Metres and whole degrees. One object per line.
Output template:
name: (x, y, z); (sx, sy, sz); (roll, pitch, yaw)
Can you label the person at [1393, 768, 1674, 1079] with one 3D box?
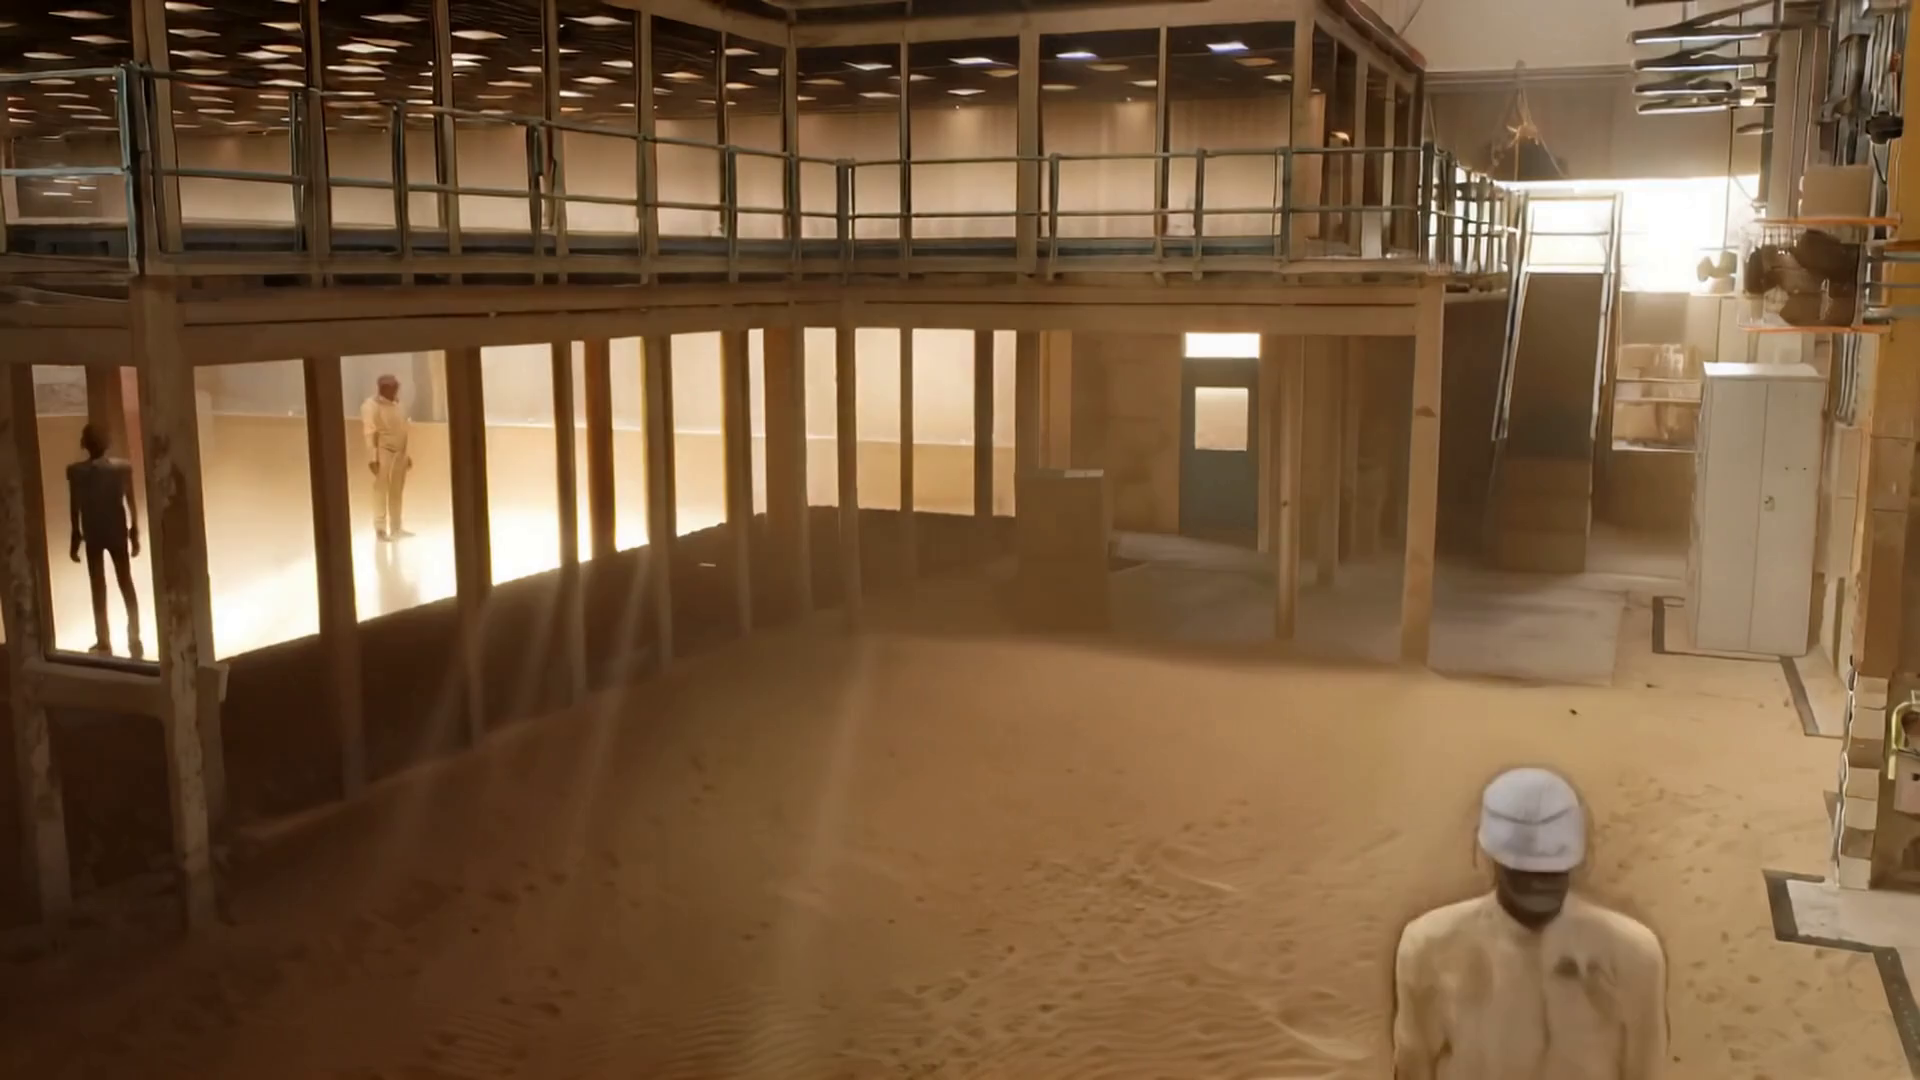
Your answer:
person: (1.330, 1.456, 3.953); (0.610, 1.961, 0.984); (1, 9, 6)
